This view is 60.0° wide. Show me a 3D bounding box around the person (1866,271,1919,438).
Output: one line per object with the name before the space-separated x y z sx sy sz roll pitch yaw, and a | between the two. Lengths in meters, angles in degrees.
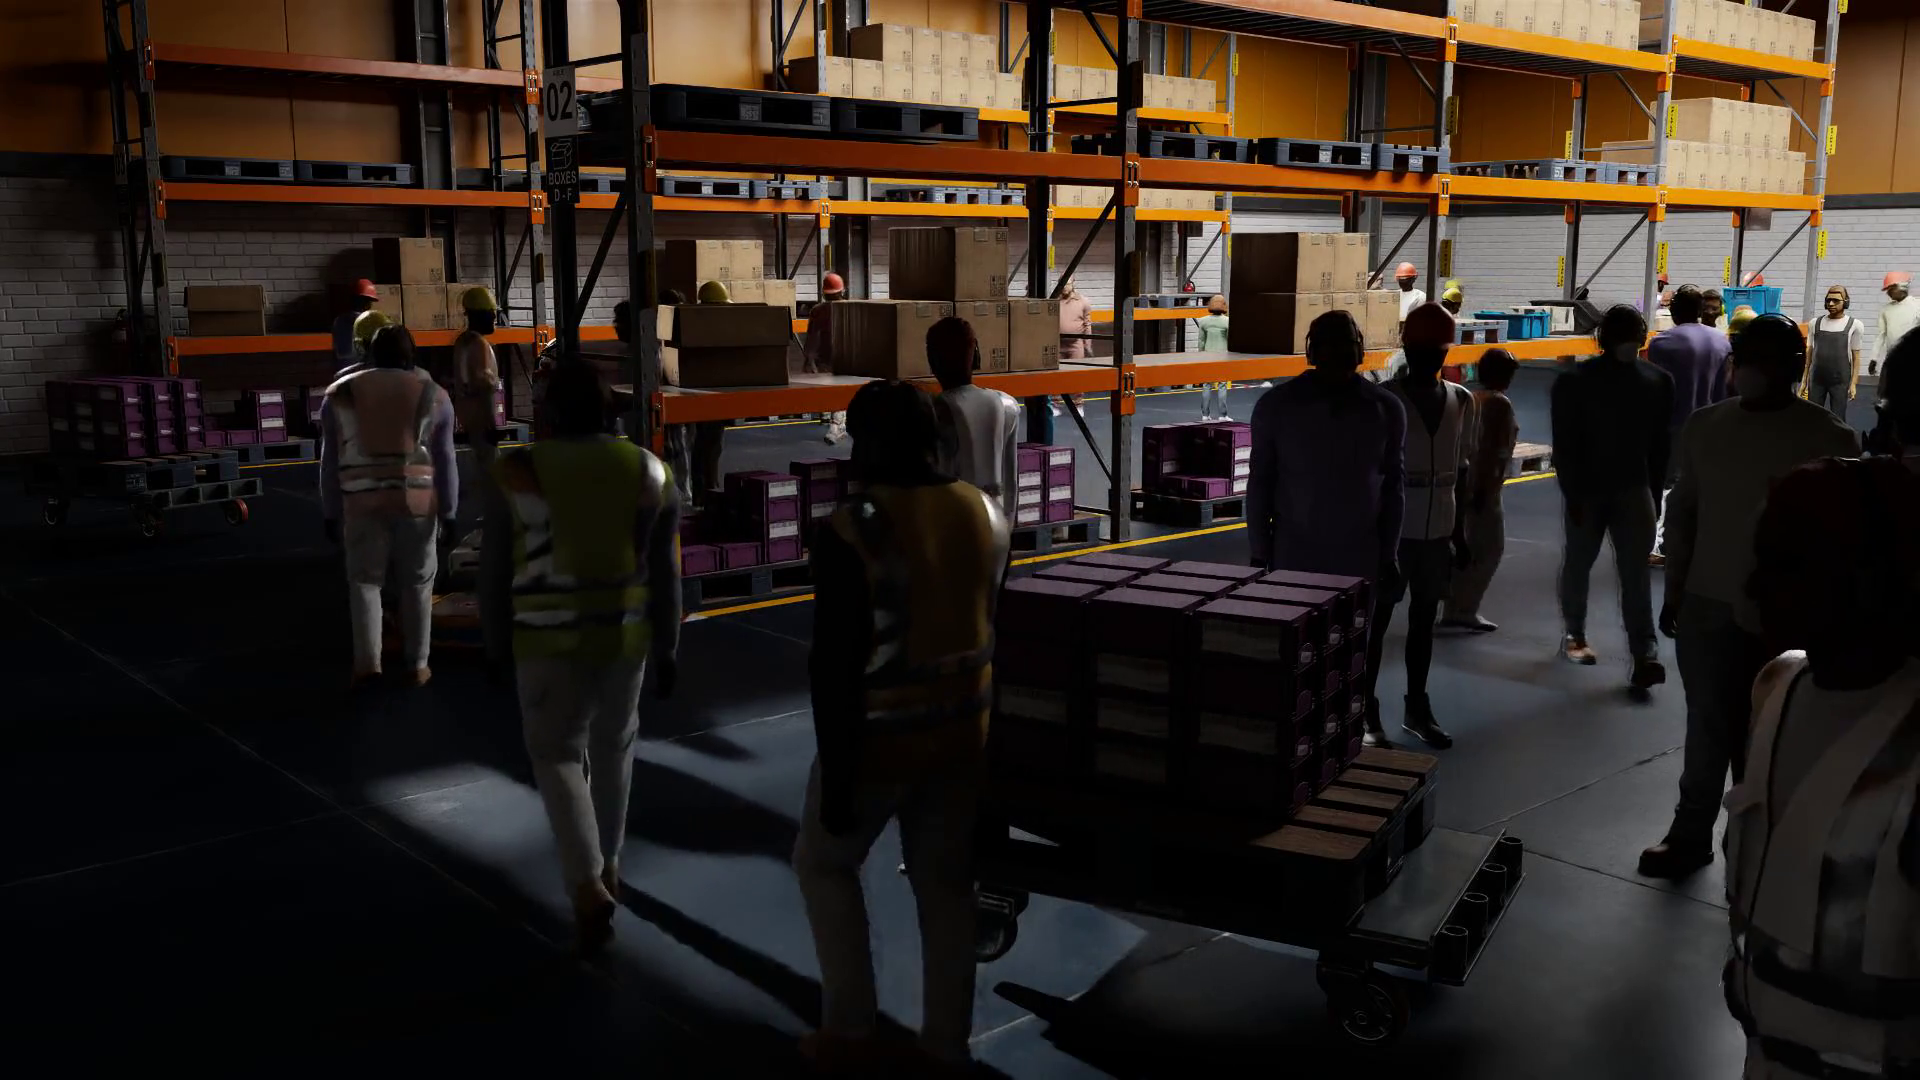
person | 10.597 -2.050 18.782 0.505 1.962 0.804 -4 11 -23

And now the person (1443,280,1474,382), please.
person | 8.302 -3.518 28.085 0.901 1.715 0.533 3 10 19

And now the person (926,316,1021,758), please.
person | -0.005 0.035 6.788 0.573 1.887 0.355 -9 13 -41

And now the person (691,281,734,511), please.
person | -2.014 -1.141 13.552 0.382 1.924 0.594 -6 11 -29

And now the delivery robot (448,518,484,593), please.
delivery robot | -2.840 0.109 9.969 0.477 0.478 0.707 -1 10 -7

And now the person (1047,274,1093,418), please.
person | 1.397 -2.544 21.898 0.669 1.889 0.417 1 10 3

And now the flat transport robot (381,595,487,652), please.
flat transport robot | -2.453 0.448 9.091 1.431 0.197 0.652 1 10 3

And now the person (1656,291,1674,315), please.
person | 9.899 -2.665 23.314 0.310 1.640 0.514 -5 11 -27

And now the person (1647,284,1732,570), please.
person | 4.889 -0.757 11.268 0.635 1.937 0.352 -3 10 -17

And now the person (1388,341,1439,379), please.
person | 3.430 -0.850 12.515 0.905 1.700 0.504 -7 12 -36

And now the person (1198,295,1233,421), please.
person | 3.291 -2.320 21.315 0.509 1.631 0.270 6 12 33

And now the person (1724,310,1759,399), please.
person | 5.366 -0.670 11.363 0.408 1.773 0.540 -1 10 -4

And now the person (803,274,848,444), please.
person | -1.437 -2.072 19.035 0.686 1.922 1.068 3 10 17

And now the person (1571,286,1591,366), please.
person | 8.744 -2.739 23.576 0.322 1.697 0.535 -9 13 -43

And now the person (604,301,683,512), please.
person | -2.270 -0.758 11.646 0.999 1.817 0.546 -8 12 -38

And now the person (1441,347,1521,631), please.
person | 2.978 -0.296 9.521 0.423 1.607 0.537 -1 10 -3

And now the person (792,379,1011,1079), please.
person | -0.203 0.502 4.234 0.639 1.820 0.622 -9 13 -42

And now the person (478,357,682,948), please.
person | -1.173 0.336 5.245 0.617 1.816 0.851 -5 11 -27

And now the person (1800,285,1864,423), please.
person | 8.334 -1.509 15.944 0.504 1.847 0.345 9 13 41

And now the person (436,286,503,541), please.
person | -3.583 -0.906 12.230 0.711 1.912 0.597 -4 10 -22

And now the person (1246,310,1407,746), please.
person | 1.476 0.035 6.717 0.641 1.913 0.408 0 10 1

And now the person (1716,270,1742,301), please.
person | 12.095 -3.308 26.144 0.603 1.959 0.375 8 12 39

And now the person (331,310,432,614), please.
person | -3.313 -0.411 9.609 0.596 1.812 0.424 -4 11 -23

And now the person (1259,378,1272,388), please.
person | 4.983 -3.421 27.077 0.384 1.878 0.752 1 10 7

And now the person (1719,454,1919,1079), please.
person | 1.398 0.798 2.415 0.696 1.864 0.594 0 10 1

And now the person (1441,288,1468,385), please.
person | 5.489 -1.941 18.708 0.323 1.767 0.533 -8 12 -38

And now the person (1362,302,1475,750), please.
person | 1.960 -0.050 7.153 0.544 1.933 0.376 -2 10 -13

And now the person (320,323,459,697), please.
person | -2.760 -0.141 8.067 0.643 1.810 0.643 -3 10 -16

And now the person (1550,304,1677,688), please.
person | 3.273 -0.230 8.345 0.638 1.880 1.020 1 10 4

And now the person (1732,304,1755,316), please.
person | 8.100 -1.621 17.252 0.284 1.629 0.500 2 10 12

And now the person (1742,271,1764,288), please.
person | 10.029 -2.433 21.120 0.387 1.932 0.545 -8 13 -40

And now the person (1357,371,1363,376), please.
person | 4.967 -2.294 21.149 0.311 1.639 0.513 -9 13 -43

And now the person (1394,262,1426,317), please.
person | 5.855 -2.631 21.931 0.377 2.045 0.605 -7 12 -34

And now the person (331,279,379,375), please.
person | -5.660 -1.501 15.719 0.579 1.912 0.466 6 12 33

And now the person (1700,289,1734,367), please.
person | 6.160 -1.154 13.845 0.570 1.851 0.569 5 11 26

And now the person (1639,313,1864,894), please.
person | 2.633 0.217 5.569 0.372 1.940 0.631 -7 12 -34

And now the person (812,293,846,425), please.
person | -1.579 -2.343 20.856 0.590 1.837 0.404 3 10 19

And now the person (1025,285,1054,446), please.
person | 0.816 -1.739 17.285 0.377 1.844 0.570 7 12 34

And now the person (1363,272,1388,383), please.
person | 5.867 -2.846 23.599 0.401 1.904 0.649 -5 11 -29

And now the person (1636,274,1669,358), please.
person | 9.951 -2.901 23.856 0.373 1.929 0.542 -5 11 -26

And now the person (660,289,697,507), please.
person | -2.360 -1.206 14.177 0.525 1.852 0.358 9 13 43
